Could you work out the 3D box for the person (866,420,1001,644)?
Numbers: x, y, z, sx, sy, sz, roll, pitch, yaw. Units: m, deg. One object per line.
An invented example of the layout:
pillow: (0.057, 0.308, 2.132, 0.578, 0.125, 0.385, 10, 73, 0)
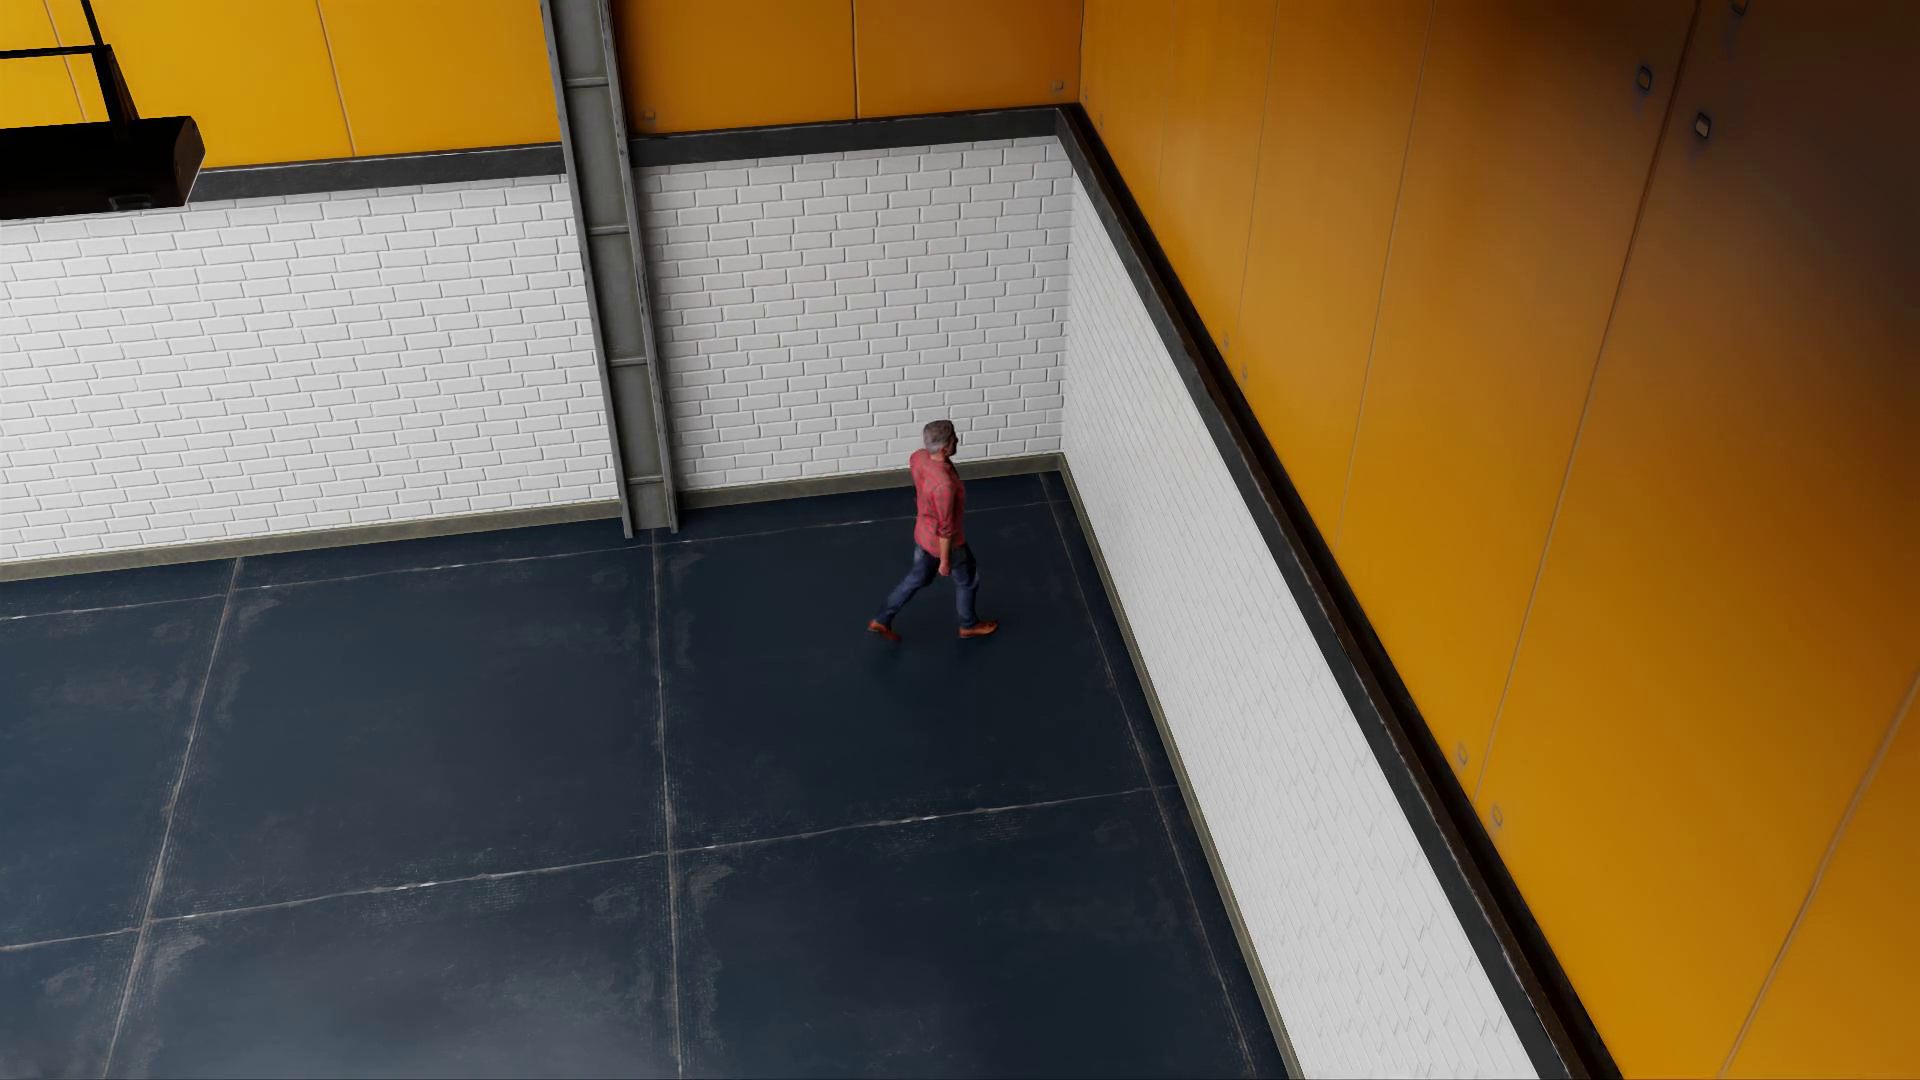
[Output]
person: (-0.214, 0.002, 10.902, 1.219, 1.796, 0.857, -15, 41, -18)
